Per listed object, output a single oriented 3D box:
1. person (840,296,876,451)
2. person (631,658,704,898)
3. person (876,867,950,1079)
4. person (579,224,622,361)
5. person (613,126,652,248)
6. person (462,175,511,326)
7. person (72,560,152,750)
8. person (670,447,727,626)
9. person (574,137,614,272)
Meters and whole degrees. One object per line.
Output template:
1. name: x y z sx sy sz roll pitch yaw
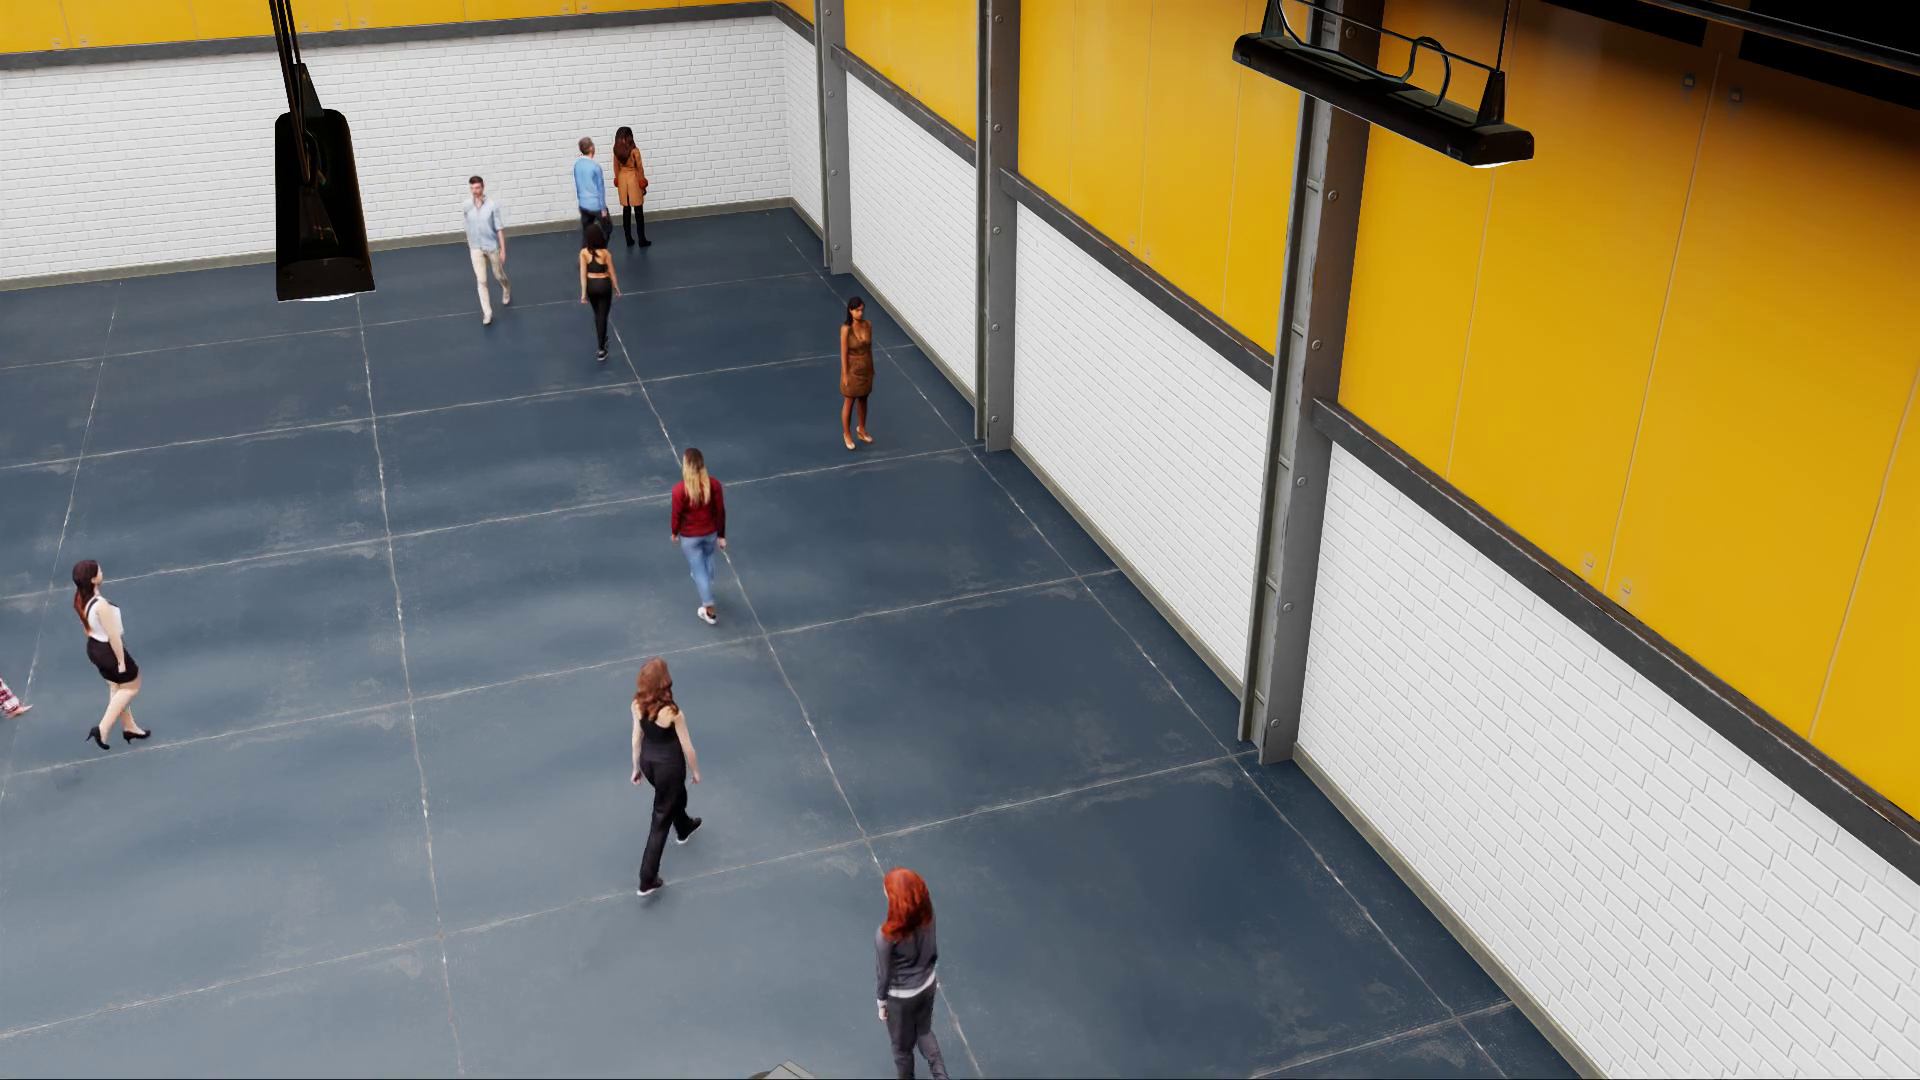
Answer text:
1. person: -1.091 -1.788 17.666 0.639 1.686 0.631 -24 37 -37
2. person: -2.081 1.639 11.368 1.110 1.702 1.194 11 31 20
3. person: -0.236 2.622 9.497 0.732 1.767 0.816 -24 36 -36
4. person: -4.325 -2.933 19.829 0.772 1.625 0.922 2 29 4
5. person: -4.656 -5.002 23.524 0.775 1.719 0.811 10 30 17
6. person: -5.975 -3.720 21.068 0.912 1.821 1.224 0 29 0
7. person: -6.587 0.926 12.738 0.799 1.641 0.847 15 32 25
8. person: -2.236 -0.005 14.478 0.730 1.610 0.930 -18 33 -30
9. person: -5.048 -4.534 22.576 0.814 1.805 0.883 14 32 24
